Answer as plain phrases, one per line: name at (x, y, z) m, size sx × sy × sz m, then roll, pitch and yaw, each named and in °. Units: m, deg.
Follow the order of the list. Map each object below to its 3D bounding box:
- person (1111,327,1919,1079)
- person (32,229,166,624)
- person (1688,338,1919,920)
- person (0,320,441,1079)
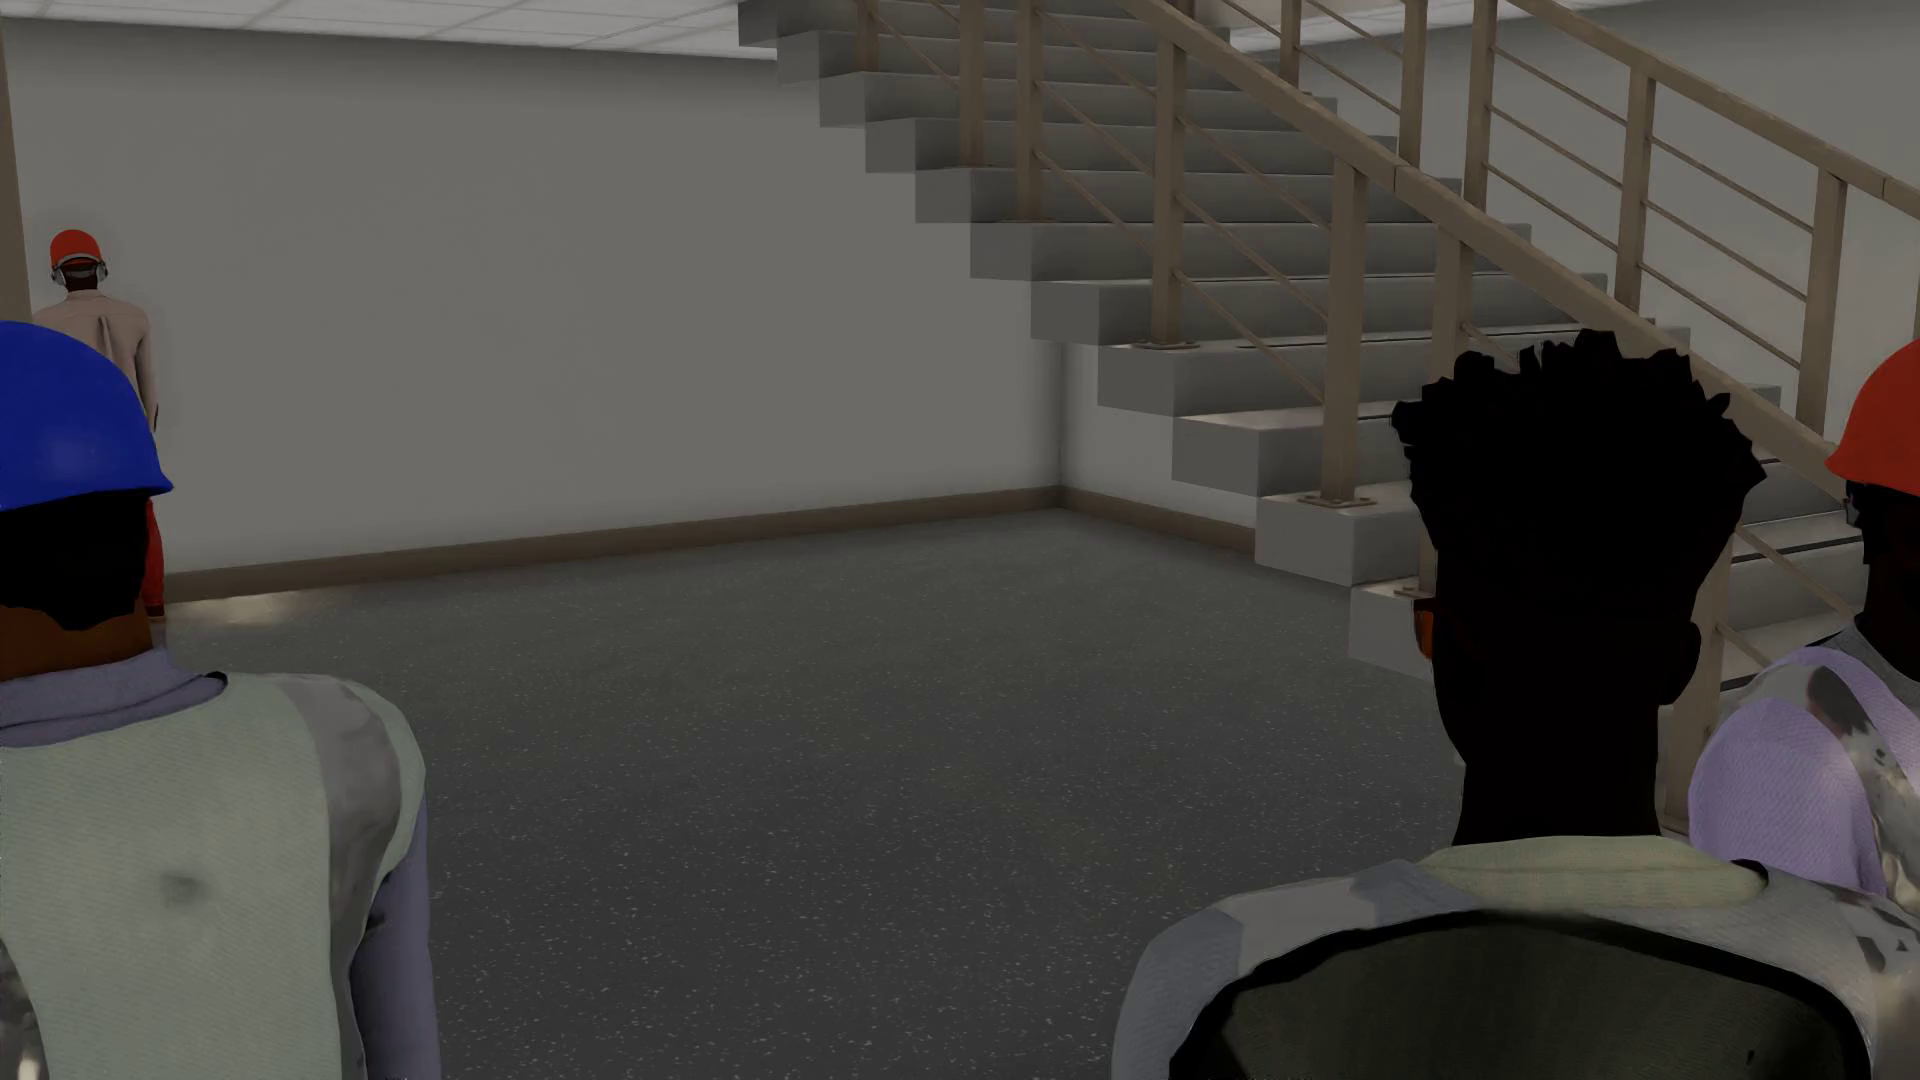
person at (0.384, 0.831, 1.214) m, size 0.617 × 1.953 × 0.383 m, roll -1°, pitch 11°, yaw -8°
person at (-4.268, -0.524, 8.227) m, size 0.392 × 1.991 × 0.613 m, roll 6°, pitch 13°, yaw 30°
person at (0.977, 0.732, 1.776) m, size 0.552 × 1.932 × 0.377 m, roll -10°, pitch 14°, yaw -41°
person at (-0.750, 0.772, 1.552) m, size 0.403 × 1.940 × 0.602 m, roll 8°, pitch 13°, yaw 36°
